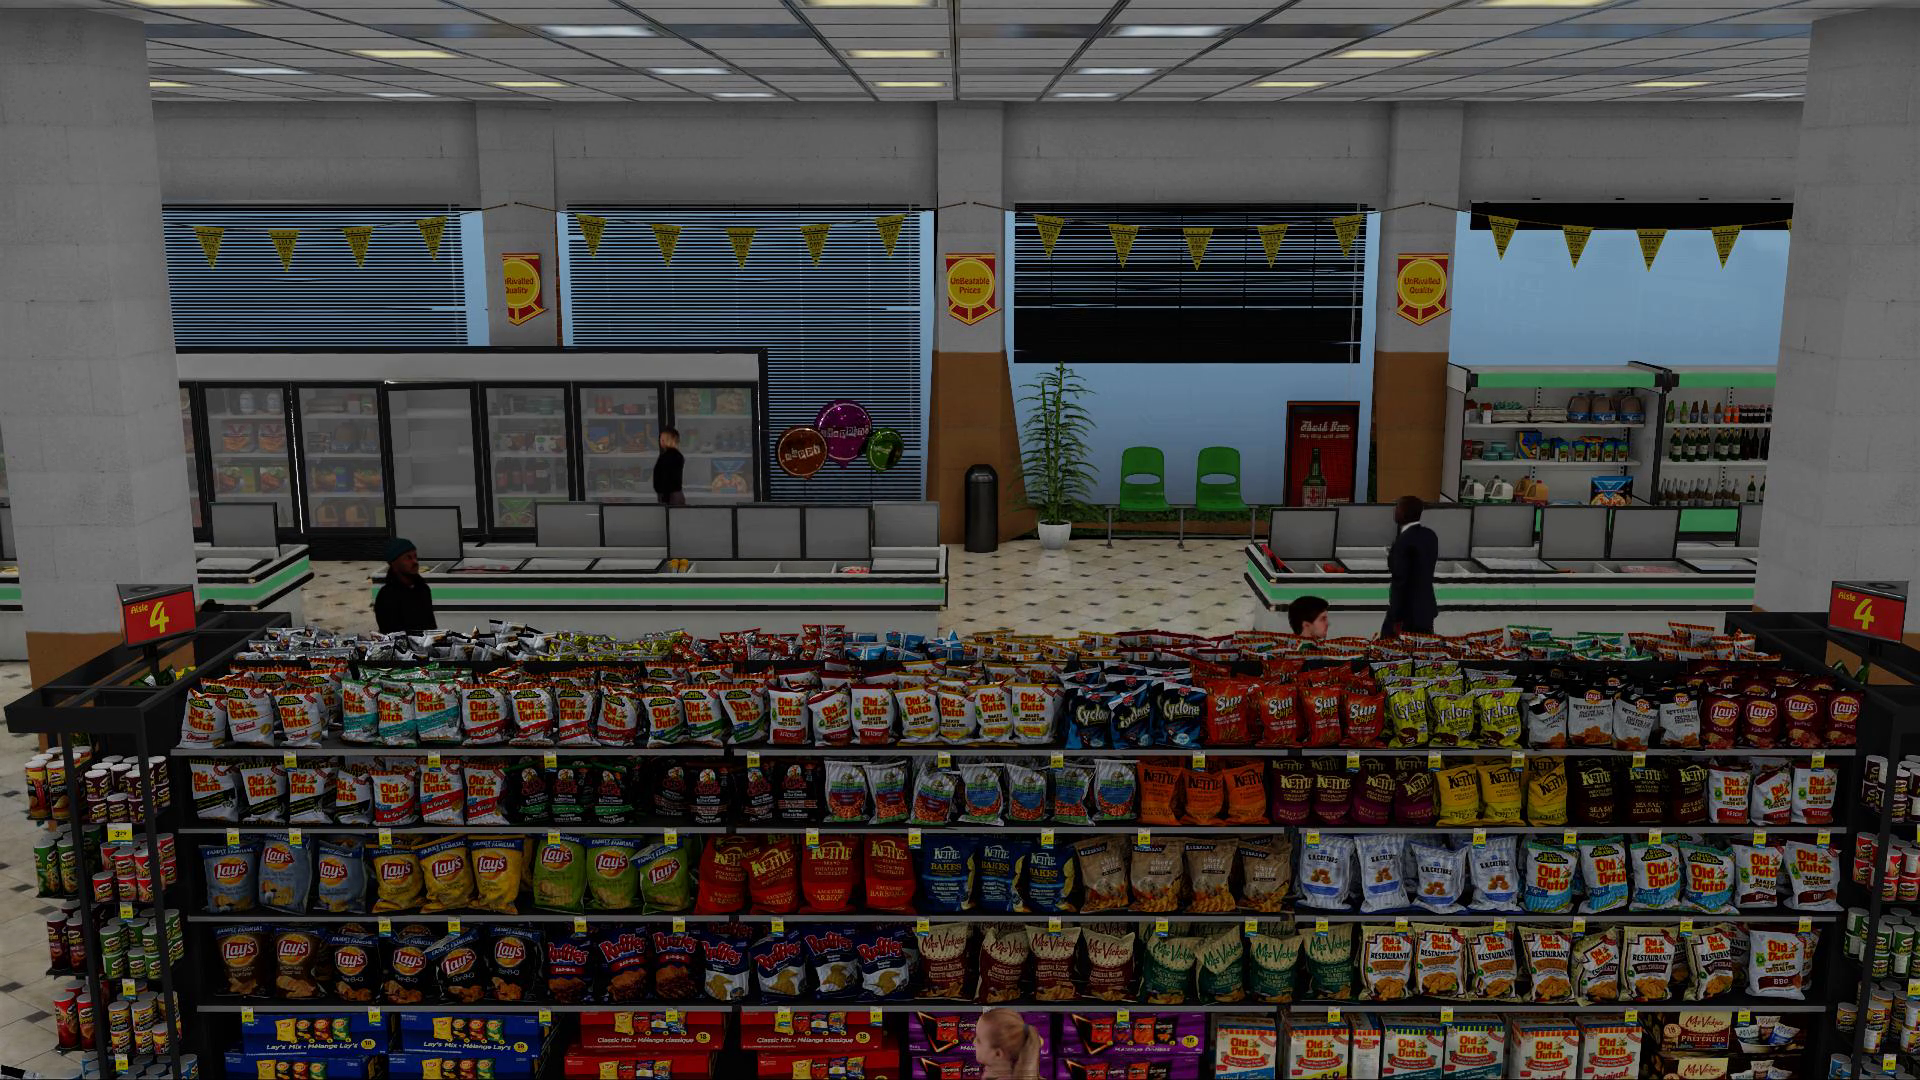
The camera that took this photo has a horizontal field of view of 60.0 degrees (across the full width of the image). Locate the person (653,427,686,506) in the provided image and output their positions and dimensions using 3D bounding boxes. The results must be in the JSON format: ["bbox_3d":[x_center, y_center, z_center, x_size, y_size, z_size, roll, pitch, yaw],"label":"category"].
[{"bbox_3d":[-2.953,-0.334,17.114,0.620,1.670,0.654,3,12,14],"label":"person"}]

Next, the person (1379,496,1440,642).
[{"bbox_3d":[3.436,0.590,12.422,1.150,1.796,1.187,-11,16,-41],"label":"person"}]

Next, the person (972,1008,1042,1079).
[{"bbox_3d":[0.183,2.241,5.872,0.583,1.264,0.518,1,12,5],"label":"person"}]

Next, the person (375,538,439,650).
[{"bbox_3d":[-3.650,0.870,11.038,0.668,1.817,0.728,3,12,16],"label":"person"}]
